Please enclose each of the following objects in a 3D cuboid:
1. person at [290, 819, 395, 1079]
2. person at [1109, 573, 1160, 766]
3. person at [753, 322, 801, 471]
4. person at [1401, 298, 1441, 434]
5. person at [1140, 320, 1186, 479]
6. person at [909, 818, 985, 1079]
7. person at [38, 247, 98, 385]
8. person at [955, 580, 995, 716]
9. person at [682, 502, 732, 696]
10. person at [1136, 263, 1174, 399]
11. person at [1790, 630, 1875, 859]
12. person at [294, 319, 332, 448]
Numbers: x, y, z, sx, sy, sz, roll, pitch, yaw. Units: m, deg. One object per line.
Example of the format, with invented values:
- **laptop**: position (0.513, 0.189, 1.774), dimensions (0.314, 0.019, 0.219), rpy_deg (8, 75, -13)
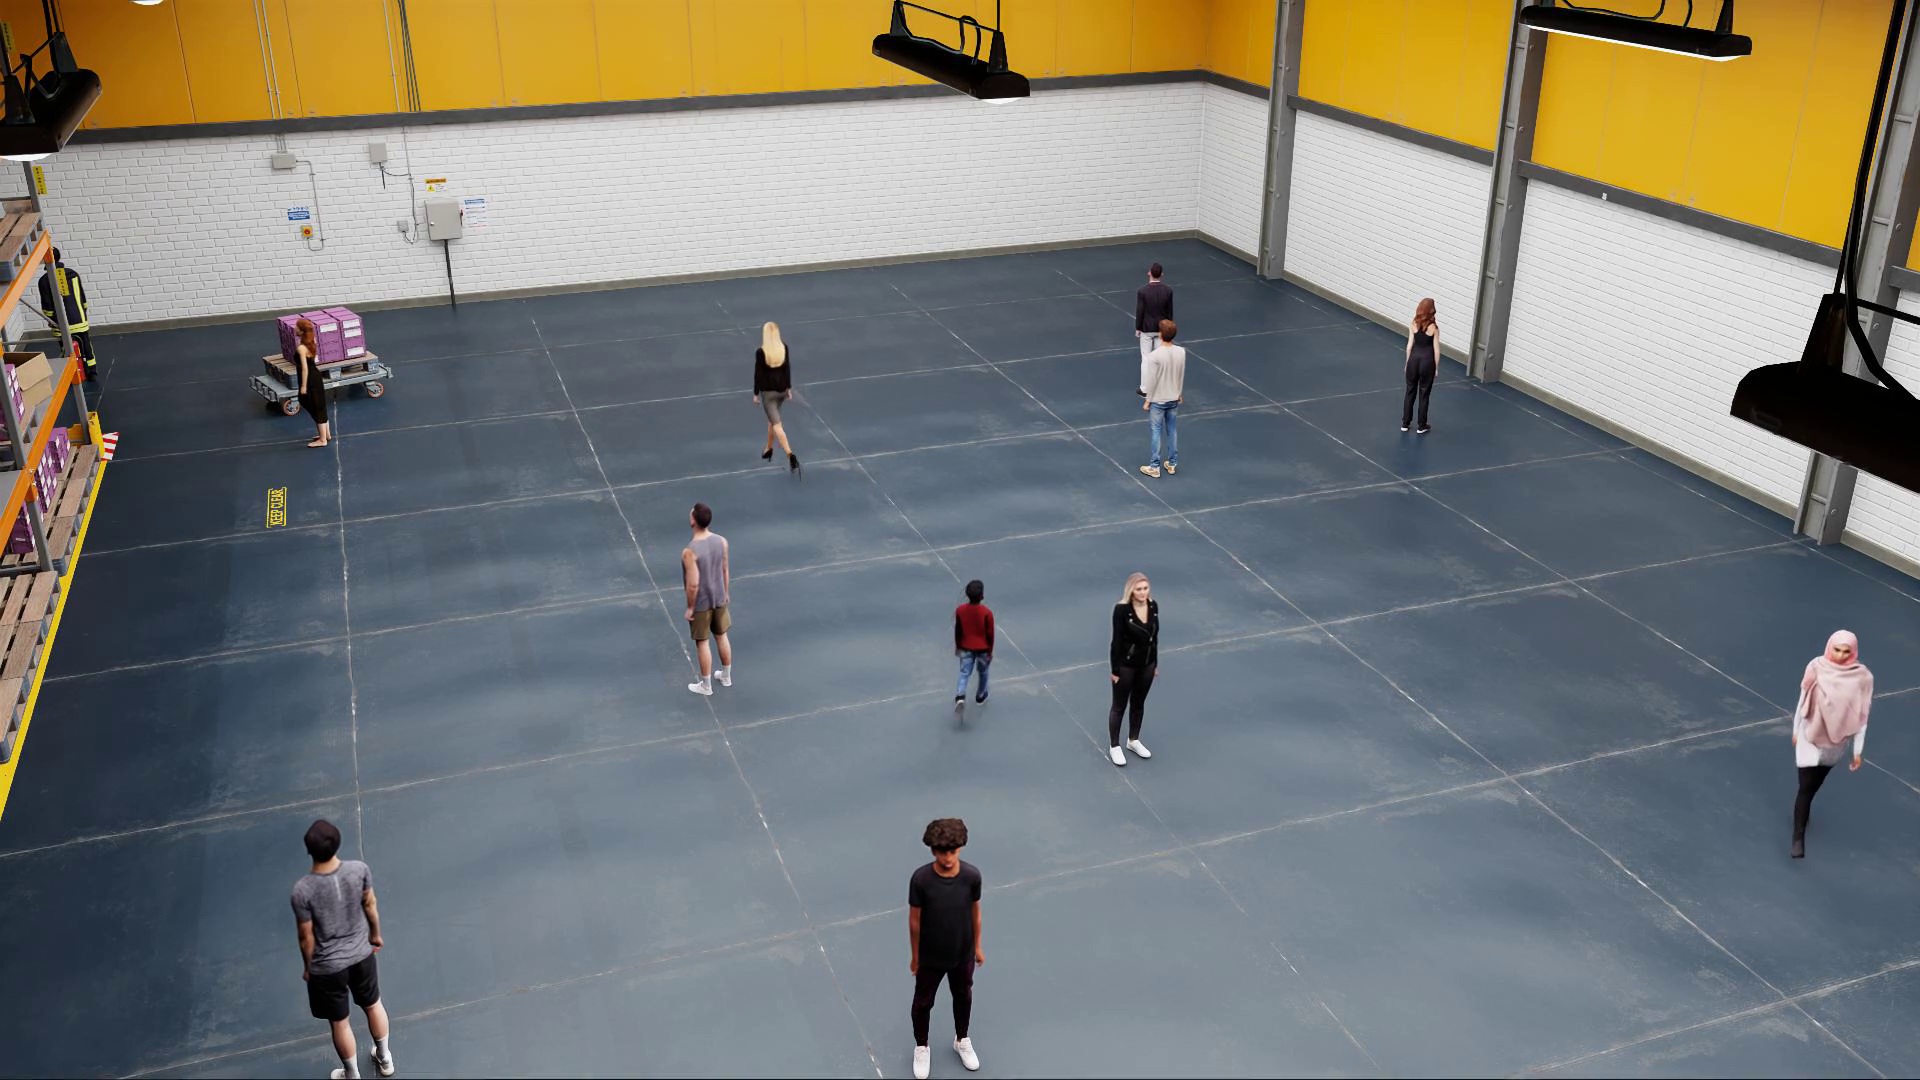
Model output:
- **person**: position (-3.760, 2.528, 10.114), dimensions (0.700, 1.871, 0.733), rpy_deg (22, 32, 40)
- **person**: position (1.432, 1.041, 13.748), dimensions (0.617, 1.685, 0.551), rpy_deg (-10, 26, -23)
- **person**: position (-2.173, -1.662, 19.780), dimensions (0.845, 1.807, 1.209), rpy_deg (-17, 29, -33)
- **person**: position (5.858, -2.226, 21.144), dimensions (0.643, 1.748, 0.720), rpy_deg (14, 27, 28)
- **person**: position (2.422, -1.677, 19.690), dimensions (0.667, 1.905, 0.598), rpy_deg (-11, 26, -23)
- **person**: position (-0.093, 2.496, 10.296), dimensions (0.648, 1.784, 0.601), rpy_deg (-5, 24, -12)
- **person**: position (-12.302, -3.099, 22.916), dimensions (0.911, 1.928, 0.892), rpy_deg (15, 28, 30)
- **person**: position (0.115, 0.949, 14.514), dimensions (0.743, 1.240, 0.861), rpy_deg (6, 24, 13)
- **person**: position (-2.256, 0.522, 14.821), dimensions (0.728, 1.847, 0.717), rpy_deg (21, 31, 39)
- **person**: position (2.605, -2.830, 22.405), dimensions (0.702, 1.844, 0.639), rpy_deg (-3, 24, -6)
- **person**: position (6.568, 1.492, 12.636), dimensions (1.139, 1.749, 1.222), rpy_deg (10, 25, 21)
- **person**: position (-8.072, -1.968, 20.706), dimensions (0.697, 1.624, 0.590), rpy_deg (-1, 24, -3)
